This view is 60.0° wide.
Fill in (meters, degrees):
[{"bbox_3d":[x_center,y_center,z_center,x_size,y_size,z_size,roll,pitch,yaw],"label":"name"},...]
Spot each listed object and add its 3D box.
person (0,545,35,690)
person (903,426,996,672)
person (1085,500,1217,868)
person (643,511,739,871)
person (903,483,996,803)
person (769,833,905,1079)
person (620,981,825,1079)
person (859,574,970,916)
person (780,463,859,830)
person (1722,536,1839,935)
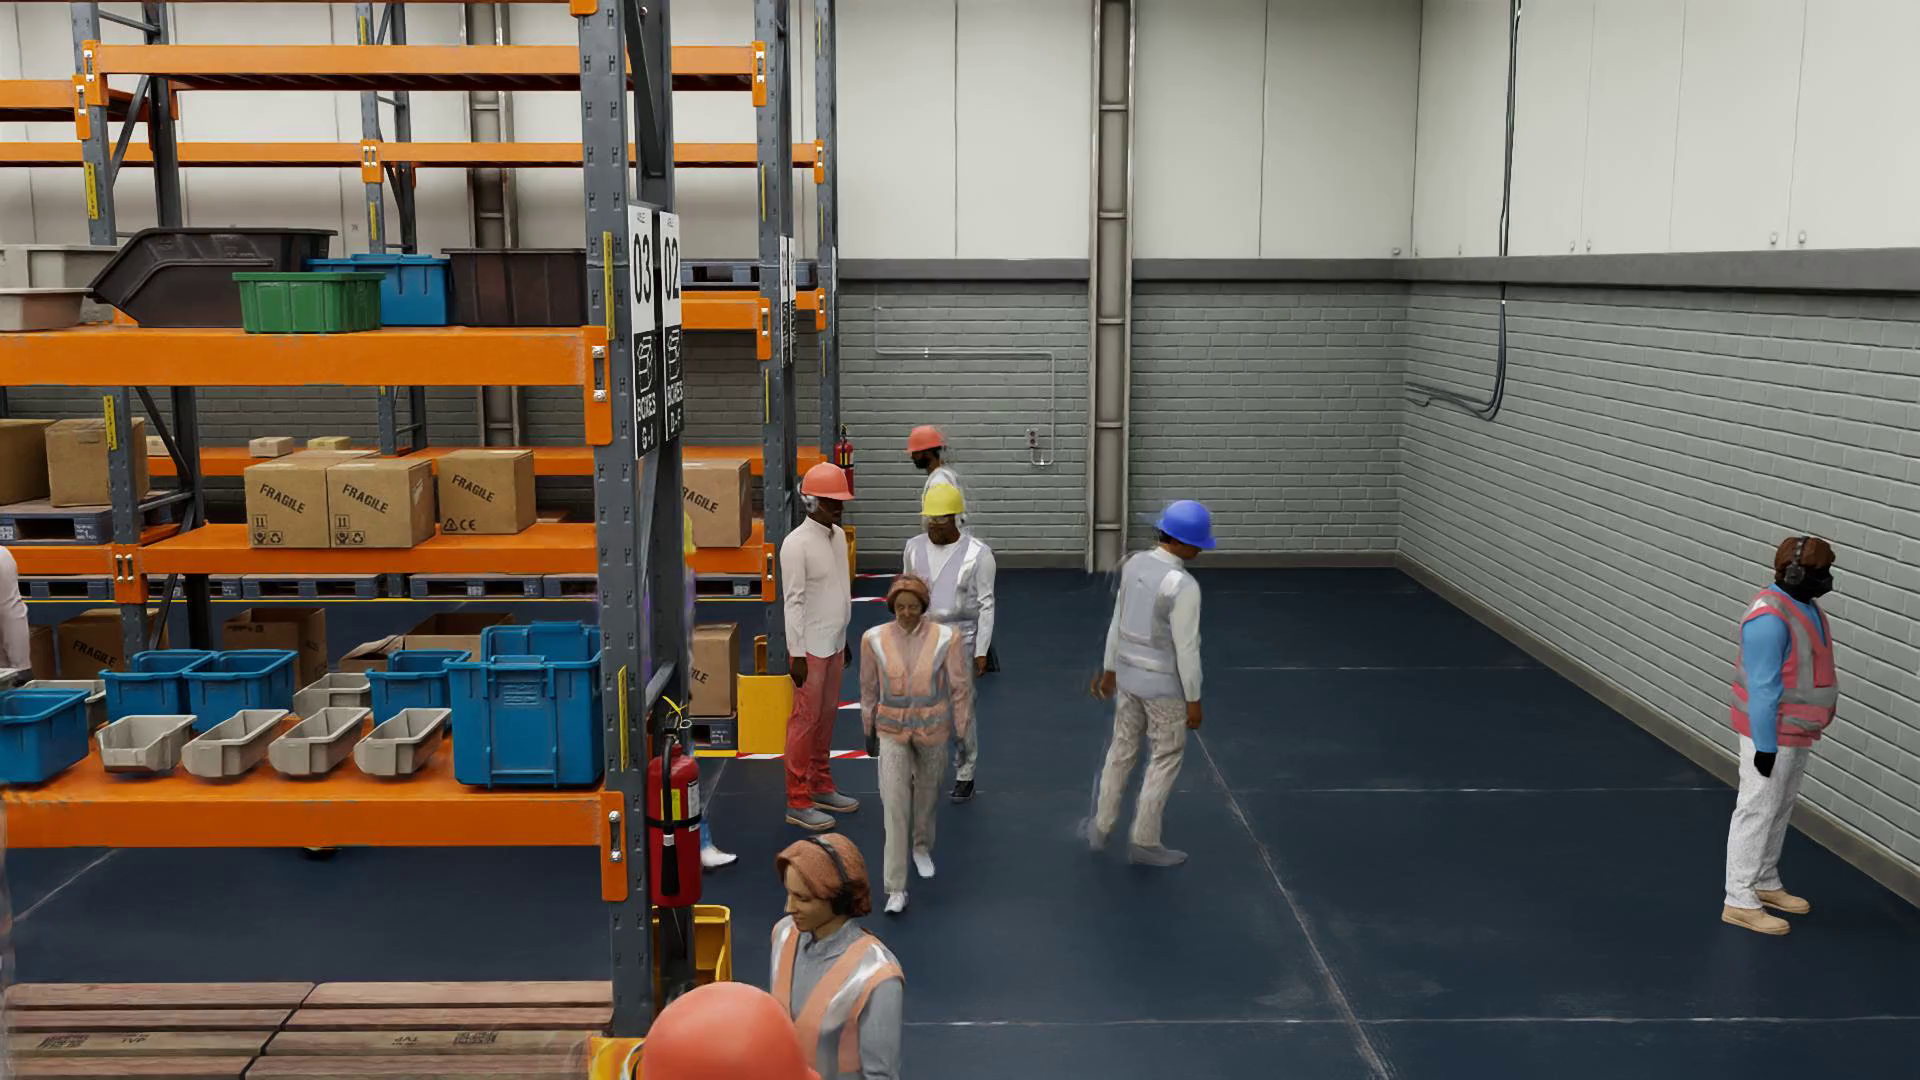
[{"bbox_3d":[-5.247,0.635,8.944,0.651,1.907,0.409,3,10,15],"label":"person"},{"bbox_3d":[-0.190,0.092,12.388,0.978,1.865,0.595,1,9,3],"label":"person"},{"bbox_3d":[0.953,0.715,8.501,0.428,1.894,0.791,-6,11,-31],"label":"person"},{"bbox_3d":[-1.512,0.745,8.395,0.952,1.858,0.595,8,12,41],"label":"person"},{"bbox_3d":[-0.098,0.581,9.499,0.586,1.833,0.404,4,10,22],"label":"person"},{"bbox_3d":[-0.319,1.535,4.272,0.319,1.631,0.517,-8,12,-39],"label":"person"},{"bbox_3d":[-0.437,1.640,2.706,1.043,1.938,0.640,2,9,11],"label":"person"},{"bbox_3d":[-0.221,0.943,8.001,0.526,1.590,0.864,0,9,-1],"label":"person"},{"bbox_3d":[-0.753,0.566,9.100,0.399,1.989,0.623,4,10,21],"label":"person"},{"bbox_3d":[3.793,0.883,7.670,0.431,1.835,0.624,8,12,41],"label":"person"}]
